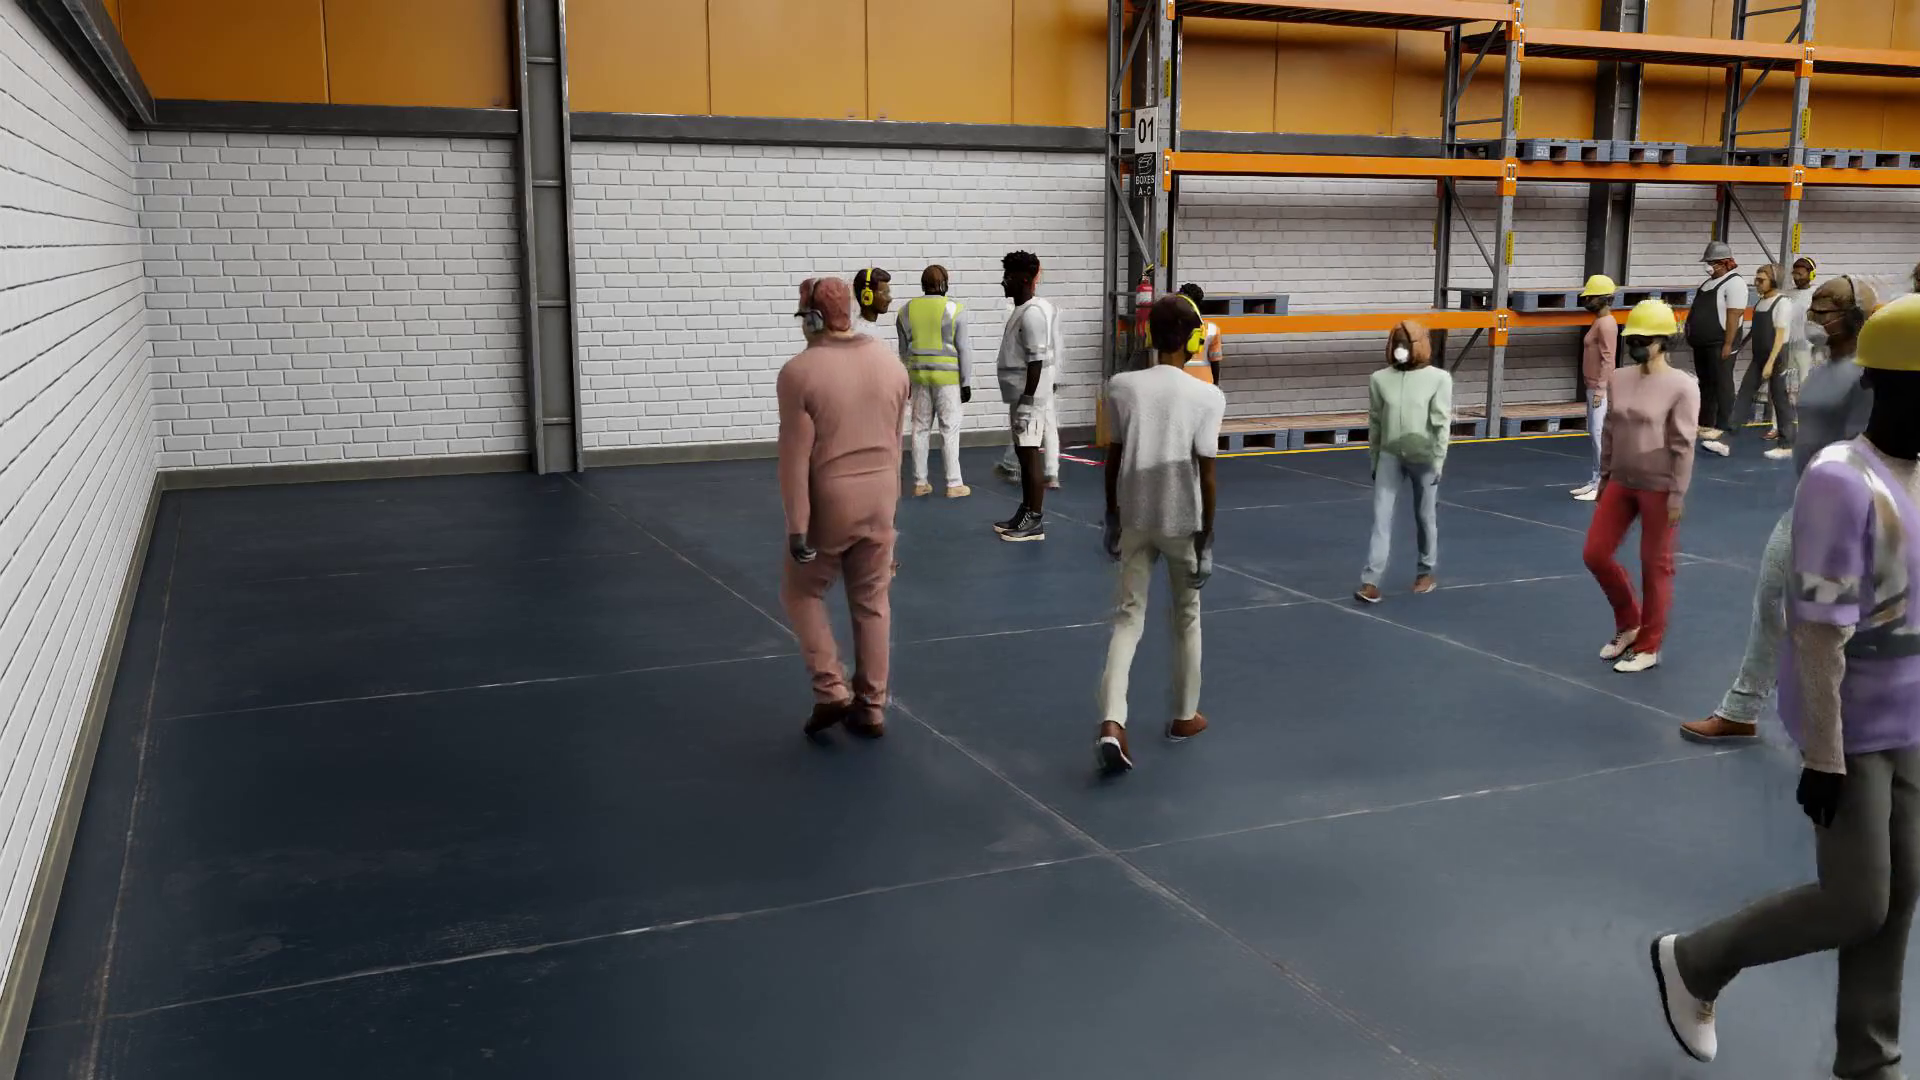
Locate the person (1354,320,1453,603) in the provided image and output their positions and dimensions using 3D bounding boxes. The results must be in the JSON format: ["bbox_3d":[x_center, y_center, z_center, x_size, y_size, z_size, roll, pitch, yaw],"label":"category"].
[{"bbox_3d":[2.507,-0.439,9.367,0.501,1.586,0.859,6,12,31],"label":"person"}]

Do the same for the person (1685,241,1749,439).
[{"bbox_3d":[7.763,-2.068,17.181,0.535,2.000,0.679,-1,10,-5],"label":"person"}]

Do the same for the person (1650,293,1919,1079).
[{"bbox_3d":[2.027,0.395,3.809,0.600,1.914,0.615,-9,13,-40],"label":"person"}]

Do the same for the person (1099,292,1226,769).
[{"bbox_3d":[0.753,-0.039,6.476,0.525,1.834,0.916,4,11,23],"label":"person"}]

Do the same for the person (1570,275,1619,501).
[{"bbox_3d":[4.979,-1.186,13.040,0.323,1.765,0.534,3,11,16],"label":"person"}]

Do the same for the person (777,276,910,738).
[{"bbox_3d":[-0.485,-0.118,6.768,0.662,1.887,0.443,-7,12,-34],"label":"person"}]

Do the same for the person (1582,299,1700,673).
[{"bbox_3d":[3.173,-0.239,7.771,0.368,1.751,0.550,-5,12,-28],"label":"person"}]

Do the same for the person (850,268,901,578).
[{"bbox_3d":[-0.538,-0.709,10.099,0.328,1.868,0.514,1,10,5],"label":"person"}]

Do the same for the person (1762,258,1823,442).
[{"bbox_3d":[8.495,-1.920,16.879,0.327,1.856,0.519,-9,14,-42],"label":"person"}]

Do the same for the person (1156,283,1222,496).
[{"bbox_3d":[1.806,-1.183,13.208,0.541,1.695,0.316,-1,10,-5],"label":"person"}]

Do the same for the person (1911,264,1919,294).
[{"bbox_3d":[7.497,-1.225,12.882,0.373,1.895,0.687,5,11,27],"label":"person"}]

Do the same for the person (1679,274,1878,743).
[{"bbox_3d":[3.405,-0.082,6.512,0.881,1.906,0.634,0,10,1],"label":"person"}]

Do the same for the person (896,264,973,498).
[{"bbox_3d":[-0.183,-1.254,13.203,0.626,1.844,0.429,4,11,23],"label":"person"}]

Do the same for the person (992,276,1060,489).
[{"bbox_3d":[0.581,-1.352,13.762,0.604,1.832,0.970,-6,12,-30],"label":"person"}]

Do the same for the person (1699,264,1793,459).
[{"bbox_3d":[7.412,-1.642,15.451,0.929,1.799,0.541,-2,10,-10],"label":"person"}]

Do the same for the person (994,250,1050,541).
[{"bbox_3d":[0.428,-0.977,11.310,0.368,1.967,0.600,-1,10,-4],"label":"person"}]
